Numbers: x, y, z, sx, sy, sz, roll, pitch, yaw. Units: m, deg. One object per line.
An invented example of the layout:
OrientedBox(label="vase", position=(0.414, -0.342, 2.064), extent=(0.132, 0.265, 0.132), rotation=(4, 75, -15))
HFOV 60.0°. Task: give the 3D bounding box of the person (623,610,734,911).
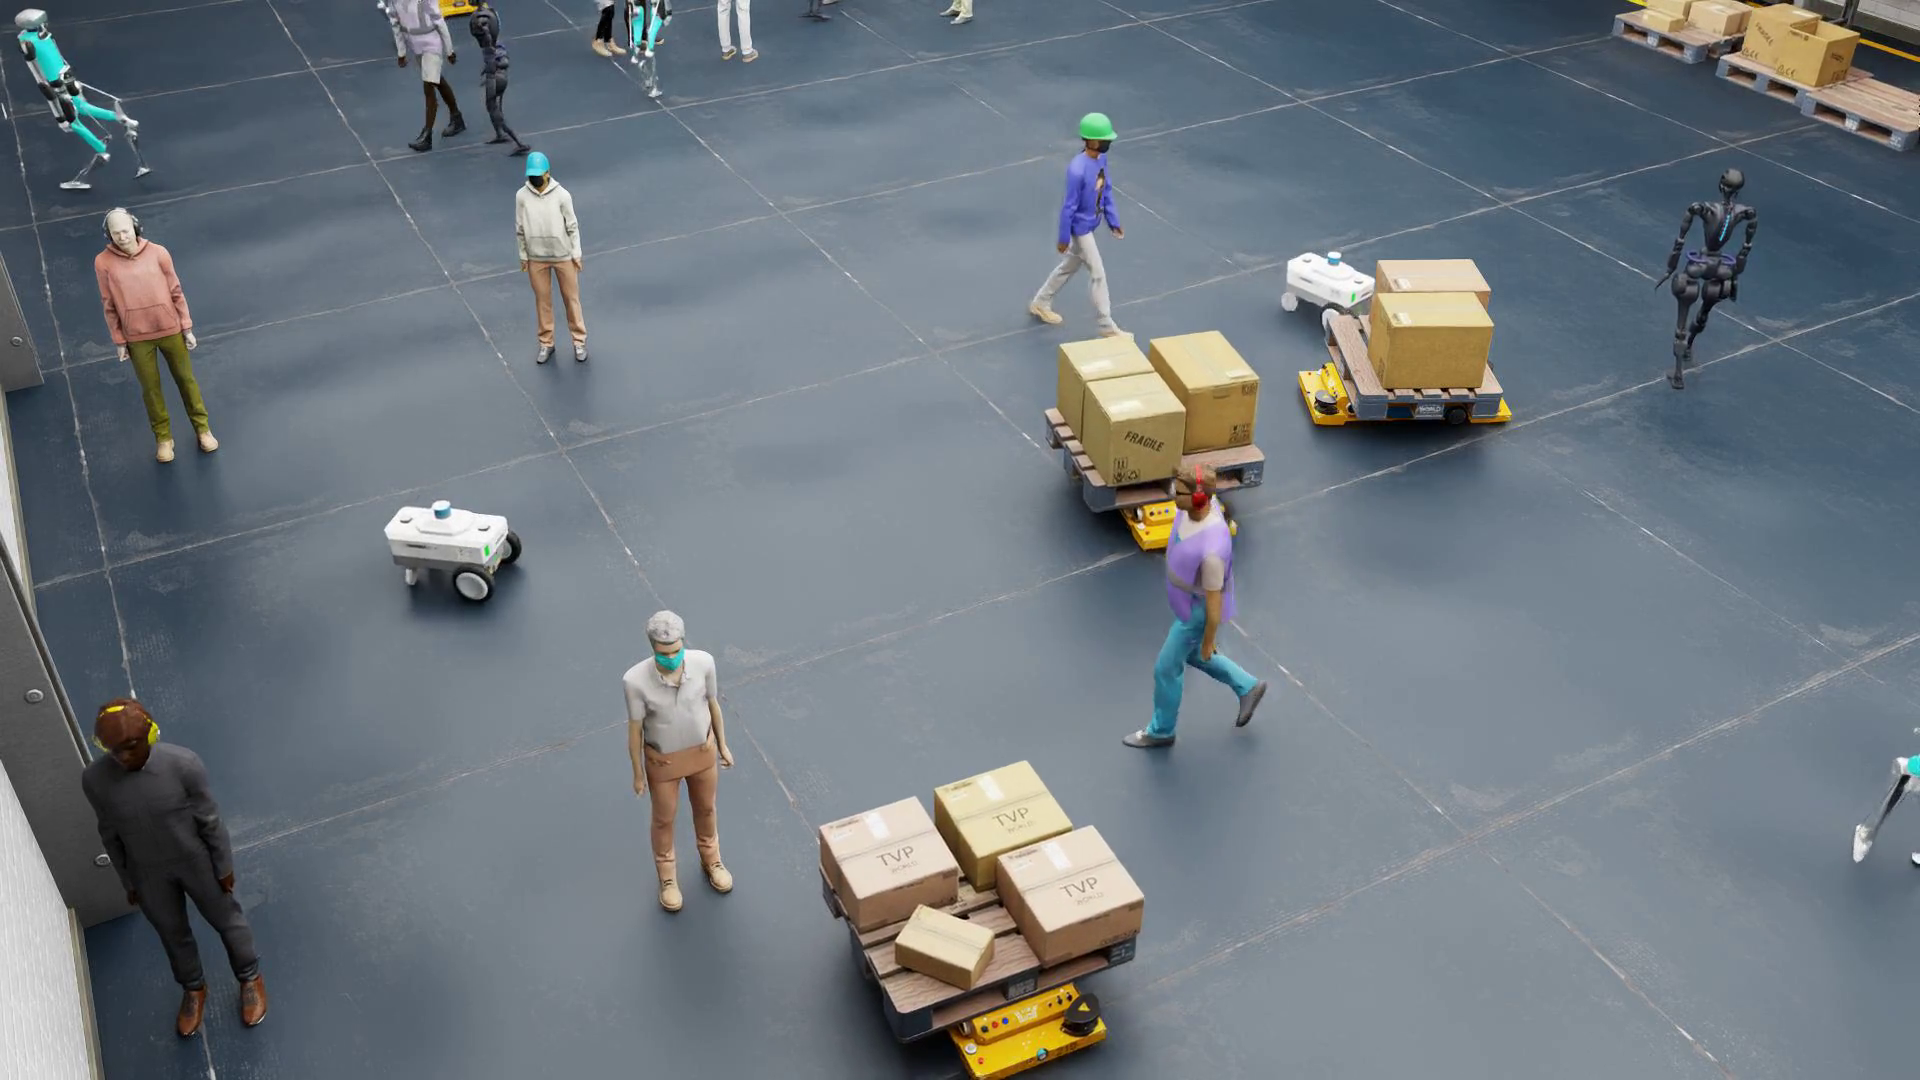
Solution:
OrientedBox(label="person", position=(-1.337, 1.034, 7.952), extent=(0.494, 1.743, 0.301), rotation=(-16, 38, -22))

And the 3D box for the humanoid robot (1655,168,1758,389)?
OrientedBox(label="humanoid robot", position=(5.513, -2.000, 12.374), extent=(0.585, 1.629, 0.744), rotation=(4, 35, 5))

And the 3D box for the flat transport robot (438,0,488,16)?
OrientedBox(label="flat transport robot", position=(-6.263, -6.677, 20.249), extent=(0.659, 0.231, 1.431), rotation=(-17, 39, -23))

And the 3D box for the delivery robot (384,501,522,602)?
OrientedBox(label="delivery robot", position=(-3.189, 0.019, 10.432), extent=(0.736, 0.586, 0.524), rotation=(6, 35, 8))

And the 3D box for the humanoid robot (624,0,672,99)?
OrientedBox(label="humanoid robot", position=(-3.297, -5.423, 17.200), extent=(0.557, 1.774, 0.878), rotation=(6, 35, 8))

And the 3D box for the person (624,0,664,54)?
OrientedBox(label="person", position=(-3.605, -6.422, 18.408), extent=(0.368, 1.965, 0.605), rotation=(12, 37, 16))

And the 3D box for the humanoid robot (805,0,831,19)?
OrientedBox(label="humanoid robot", position=(-1.733, -6.913, 19.354), extent=(0.331, 1.656, 0.603), rotation=(-5, 35, -7))

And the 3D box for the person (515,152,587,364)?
OrientedBox(label="person", position=(-3.076, -2.120, 12.516), extent=(0.465, 1.675, 0.372), rotation=(-2, 35, -2))

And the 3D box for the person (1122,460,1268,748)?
OrientedBox(label="person", position=(1.319, 0.346, 8.879), extent=(0.778, 1.812, 0.587), rotation=(-2, 35, -2))

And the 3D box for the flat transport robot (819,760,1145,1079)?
OrientedBox(label="flat transport robot", position=(0.075, 1.922, 7.972), extent=(0.659, 0.231, 1.431), rotation=(-15, 38, -20))

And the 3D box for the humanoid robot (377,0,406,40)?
OrientedBox(label="humanoid robot", position=(-6.310, -6.333, 18.503), extent=(0.543, 1.801, 0.818), rotation=(-1, 35, -1))

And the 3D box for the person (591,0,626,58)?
OrientedBox(label="person", position=(-3.953, -6.135, 18.229), extent=(0.360, 1.684, 0.546), rotation=(5, 35, 6))

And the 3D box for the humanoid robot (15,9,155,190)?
OrientedBox(label="humanoid robot", position=(-7.890, -3.943, 15.121), extent=(1.066, 1.771, 0.572), rotation=(-2, 35, -3))

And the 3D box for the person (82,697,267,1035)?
OrientedBox(label="person", position=(-3.434, 1.427, 7.291), extent=(0.493, 1.869, 0.358), rotation=(-7, 36, -10))

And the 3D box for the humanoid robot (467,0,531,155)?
OrientedBox(label="humanoid robot", position=(-4.478, -4.539, 15.991), extent=(0.437, 1.641, 0.610), rotation=(-11, 36, -15))

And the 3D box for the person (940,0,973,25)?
OrientedBox(label="person", position=(-0.002, -6.923, 19.227), extent=(0.373, 1.842, 0.568), rotation=(-13, 37, -17))

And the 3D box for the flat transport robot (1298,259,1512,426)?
OrientedBox(label="flat transport robot", position=(3.277, -1.099, 12.285), extent=(1.431, 0.231, 0.659), rotation=(-1, 35, -1))

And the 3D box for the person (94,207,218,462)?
OrientedBox(label="person", position=(-5.519, -1.416, 11.371), extent=(0.519, 1.837, 0.379), rotation=(-17, 38, -22))

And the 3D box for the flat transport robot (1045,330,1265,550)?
OrientedBox(label="flat transport robot", position=(1.303, -0.437, 11.340), extent=(0.659, 0.231, 1.431), rotation=(-9, 36, -13))

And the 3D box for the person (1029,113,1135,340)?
OrientedBox(label="person", position=(0.943, -2.433, 12.835), extent=(0.913, 1.833, 0.456), rotation=(15, 38, 20))

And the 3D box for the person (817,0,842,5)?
OrientedBox(label="person", position=(-1.570, -7.395, 19.819), extent=(0.418, 1.940, 0.552), rotation=(-7, 36, -10))

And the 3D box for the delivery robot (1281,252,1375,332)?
OrientedBox(label="delivery robot", position=(2.971, -2.027, 13.333), extent=(0.499, 0.563, 0.738), rotation=(-27, 43, -33))

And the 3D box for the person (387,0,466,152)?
OrientedBox(label="person", position=(-5.237, -4.735, 16.071), extent=(0.544, 1.878, 0.920), rotation=(18, 39, 23))

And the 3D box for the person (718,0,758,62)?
OrientedBox(label="person", position=(-2.488, -6.172, 18.128), extent=(0.573, 1.880, 0.361), rotation=(10, 36, 14))

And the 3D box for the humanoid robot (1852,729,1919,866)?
OrientedBox(label="humanoid robot", position=(4.912, 0.931, 8.110), extent=(0.591, 1.781, 0.869), rotation=(-16, 38, -22))
